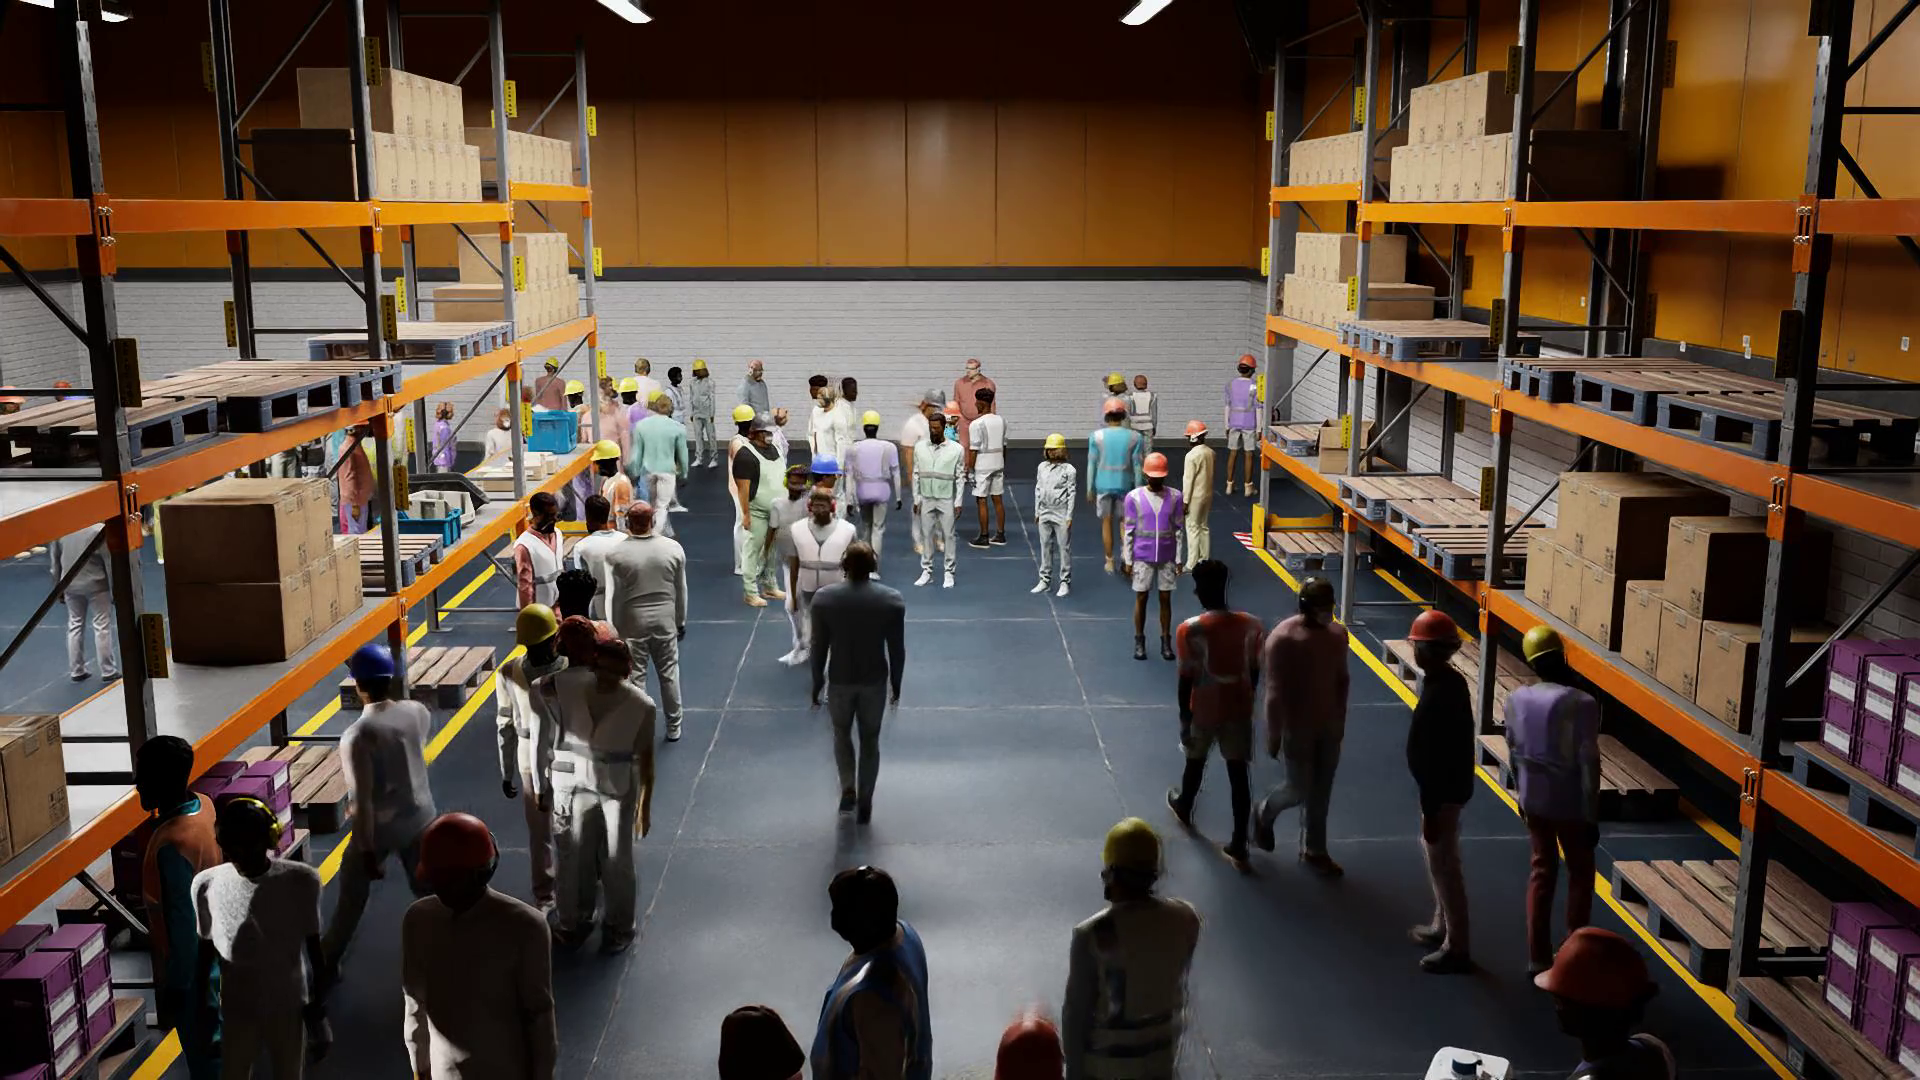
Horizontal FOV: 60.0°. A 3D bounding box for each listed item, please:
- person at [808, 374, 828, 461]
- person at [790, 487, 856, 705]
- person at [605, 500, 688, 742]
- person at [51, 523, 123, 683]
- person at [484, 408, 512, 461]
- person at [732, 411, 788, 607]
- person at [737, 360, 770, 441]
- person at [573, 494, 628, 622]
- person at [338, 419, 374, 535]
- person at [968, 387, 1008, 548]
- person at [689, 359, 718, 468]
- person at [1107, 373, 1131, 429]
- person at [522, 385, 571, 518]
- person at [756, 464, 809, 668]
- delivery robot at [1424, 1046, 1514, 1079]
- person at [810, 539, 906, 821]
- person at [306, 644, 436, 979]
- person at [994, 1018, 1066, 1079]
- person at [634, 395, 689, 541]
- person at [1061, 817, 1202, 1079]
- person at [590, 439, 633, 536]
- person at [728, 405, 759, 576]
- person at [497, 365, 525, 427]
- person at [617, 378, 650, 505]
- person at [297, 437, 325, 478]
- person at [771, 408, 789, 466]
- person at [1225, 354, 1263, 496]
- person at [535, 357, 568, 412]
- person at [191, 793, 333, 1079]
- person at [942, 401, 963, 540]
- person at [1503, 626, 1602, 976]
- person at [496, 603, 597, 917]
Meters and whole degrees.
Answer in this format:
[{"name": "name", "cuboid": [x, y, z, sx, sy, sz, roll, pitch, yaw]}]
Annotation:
[{"name": "person", "cuboid": [-1.809, -1.197, 21.859, 0.375, 1.958, 0.606, 2, 11, 10]}, {"name": "person", "cuboid": [-1.141, 0.428, 14.060, 0.570, 1.823, 0.707, 1, 11, 6]}, {"name": "person", "cuboid": [-2.411, 0.636, 12.775, 0.637, 1.912, 0.406, -5, 12, -24]}, {"name": "person", "cuboid": [-7.582, 0.381, 14.475, 0.586, 1.743, 0.359, 0, 11, 2]}, {"name": "person", "cuboid": [-5.847, -0.915, 21.335, 0.530, 1.608, 0.688, -5, 12, -25]}, {"name": "person", "cuboid": [-2.014, -0.339, 17.333, 0.536, 2.000, 0.688, 7, 13, 30]}, {"name": "person", "cuboid": [-3.024, -1.726, 24.673, 0.399, 1.890, 0.664, 5, 12, 24]}, {"name": "person", "cuboid": [-2.774, 0.591, 13.013, 0.402, 1.908, 0.598, 7, 13, 31]}, {"name": "person", "cuboid": [-6.467, -0.425, 17.877, 0.379, 1.996, 0.610, -2, 12, -12]}, {"name": "person", "cuboid": [0.330, -0.882, 20.278, 0.611, 1.958, 0.368, -10, 15, -42]}, {"name": "person", "cuboid": [-4.114, -2.017, 26.530, 0.481, 1.735, 0.342, 5, 12, 25]}, {"name": "person", "cuboid": [2.300, -1.578, 24.325, 0.321, 1.731, 0.493, -7, 13, -32]}, {"name": "person", "cuboid": [-5.588, -1.150, 22.020, 0.805, 1.804, 0.571, 7, 13, 30]}, {"name": "person", "cuboid": [-1.531, 0.231, 14.970, 0.525, 1.844, 0.535, 8, 14, 35]}, {"name": "delivery robot", "cuboid": [2.121, 2.412, 7.036, 0.477, 0.478, 0.707, 5, 12, 26]}, {"name": "person", "cuboid": [-0.682, 0.932, 11.236, 0.636, 1.921, 0.470, 0, 11, 0]}, {"name": "person", "cuboid": [-3.040, 1.463, 8.726, 1.050, 1.872, 0.596, 7, 13, 30]}, {"name": "person", "cuboid": [0.205, 2.251, 5.101, 0.574, 1.733, 0.429, 2, 11, 11]}, {"name": "person", "cuboid": [-3.563, -0.801, 20.044, 0.643, 1.877, 0.953, 3, 12, 15]}, {"name": "person", "cuboid": [0.601, 1.945, 6.461, 0.610, 1.810, 0.542, -6, 13, -27]}, {"name": "person", "cuboid": [-3.332, -0.019, 16.051, 0.400, 1.919, 0.582, -6, 13, -26]}, {"name": "person", "cuboid": [-2.421, -0.561, 18.721, 0.354, 1.929, 0.594, -1, 11, -3]}, {"name": "person", "cuboid": [-7.218, -2.142, 26.769, 0.360, 1.884, 0.574, 6, 13, 27]}, {"name": "person", "cuboid": [-4.284, -1.178, 21.862, 0.391, 1.918, 0.591, -3, 12, -13]}, {"name": "person", "cuboid": [-8.383, -0.989, 21.480, 0.319, 1.694, 0.532, 0, 11, -2]}, {"name": "person", "cuboid": [-2.314, -0.860, 20.986, 0.323, 1.630, 0.519, -1, 11, -5]}, {"name": "person", "cuboid": [4.095, -1.651, 23.944, 0.604, 2.034, 0.418, 8, 14, 35]}, {"name": "person", "cuboid": [-6.526, -2.046, 26.620, 0.534, 1.756, 0.342, 2, 11, 11]}, {"name": "person", "cuboid": [-2.770, 1.896, 6.597, 0.528, 1.858, 0.350, -2, 12, -11]}, {"name": "person", "cuboid": [-0.142, -0.863, 20.726, 0.354, 1.737, 0.573, -2, 11, -8]}, {"name": "person", "cuboid": [3.213, 1.412, 8.987, 0.514, 1.864, 0.681, -9, 14, -37]}, {"name": "person", "cuboid": [-2.348, 1.286, 9.512, 0.591, 1.914, 0.398, 0, 11, 1]}]
